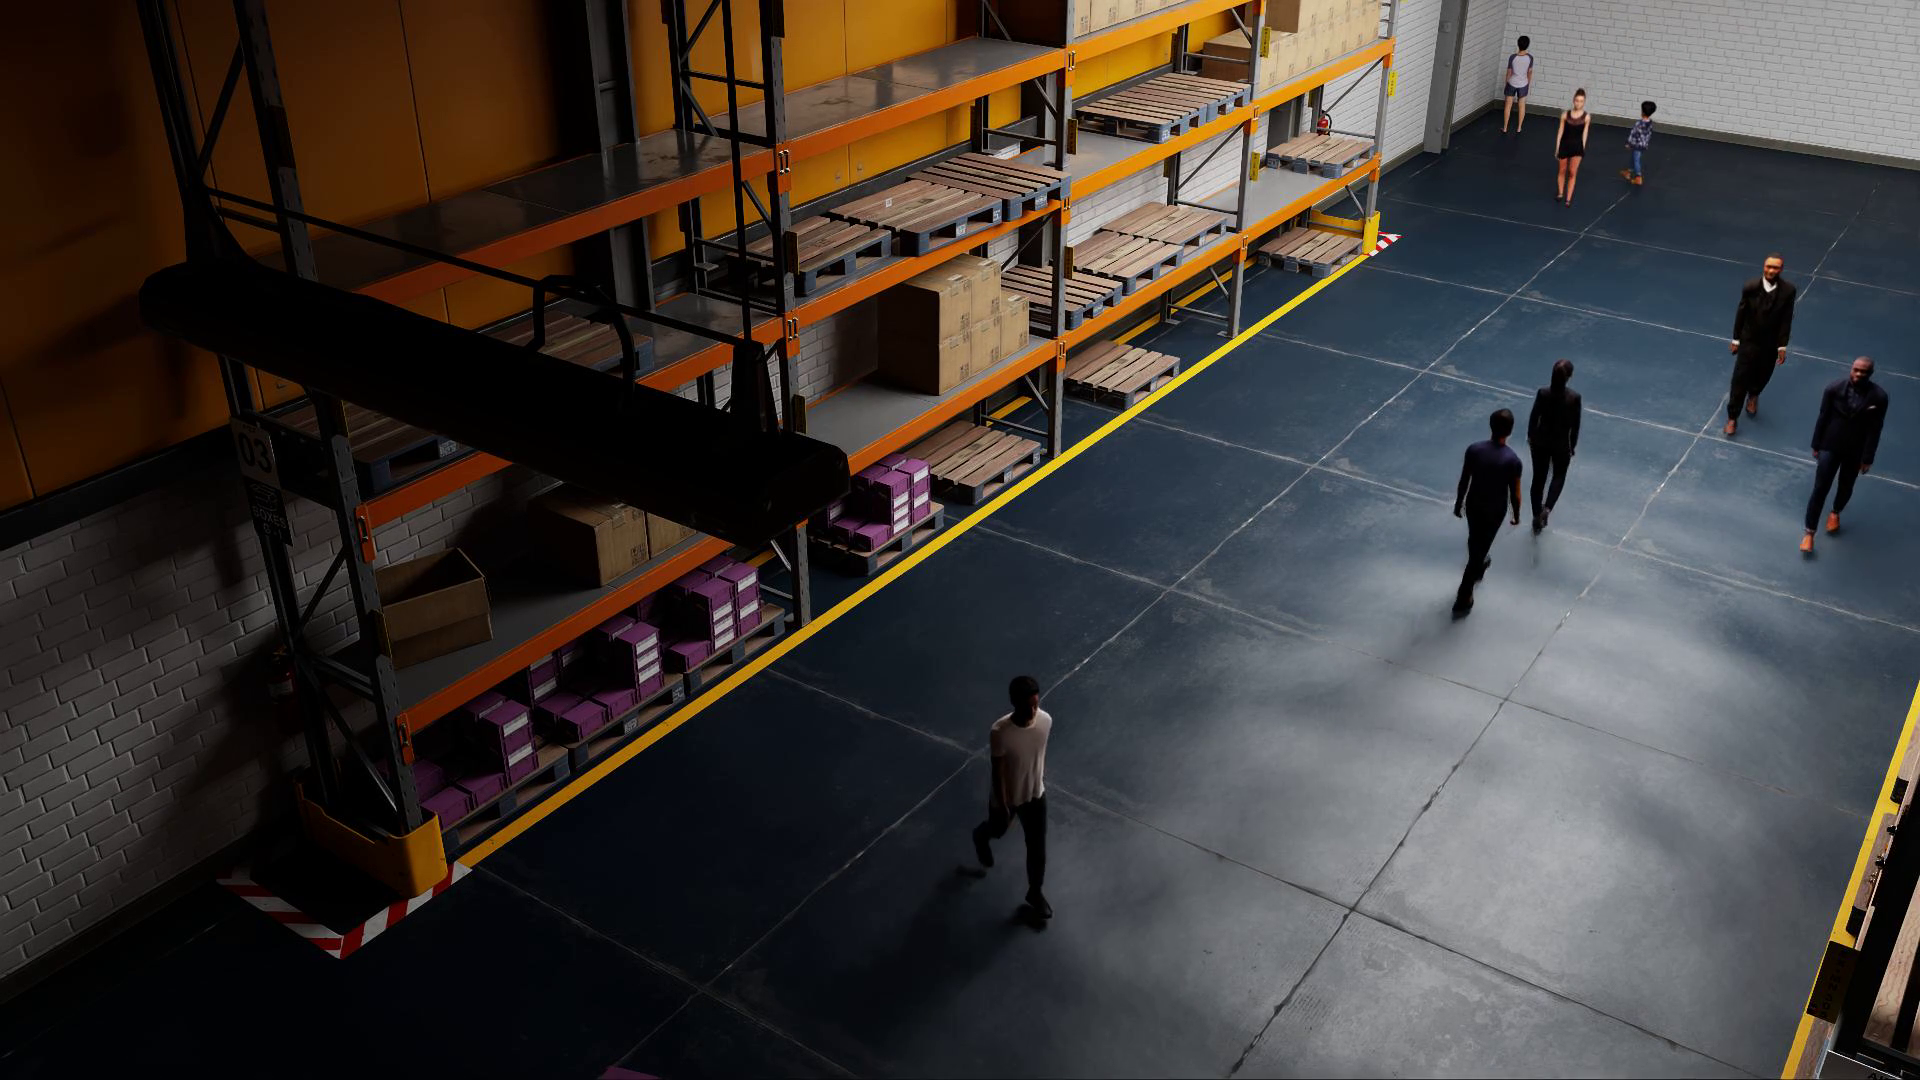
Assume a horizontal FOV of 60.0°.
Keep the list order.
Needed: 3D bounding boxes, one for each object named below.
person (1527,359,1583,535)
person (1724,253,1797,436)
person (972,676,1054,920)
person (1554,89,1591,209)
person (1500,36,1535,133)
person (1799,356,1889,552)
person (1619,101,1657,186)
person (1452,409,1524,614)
[{"bbox_3d":[5.363,-0.815,15.115,0.641,1.700,0.606,14,32,24],"label":"person"},{"bbox_3d":[8.300,-2.062,17.225,0.852,1.870,1.325,12,31,21],"label":"person"},{"bbox_3d":[0.320,1.574,10.749,1.111,1.688,1.025,-12,31,-21],"label":"person"},{"bbox_3d":[8.850,-5.692,24.112,0.701,1.647,1.013,13,31,22],"label":"person"},{"bbox_3d":[9.286,-7.597,27.687,0.641,1.567,0.652,5,29,8],"label":"person"},{"bbox_3d":[8.014,-0.815,15.035,0.749,1.778,1.173,16,32,27],"label":"person"},{"bbox_3d":[10.249,-5.962,25.045,0.820,1.228,0.797,-11,31,-20],"label":"person"},{"bbox_3d":[4.366,-0.203,13.954,0.712,1.738,1.119,21,35,33],"label":"person"}]
